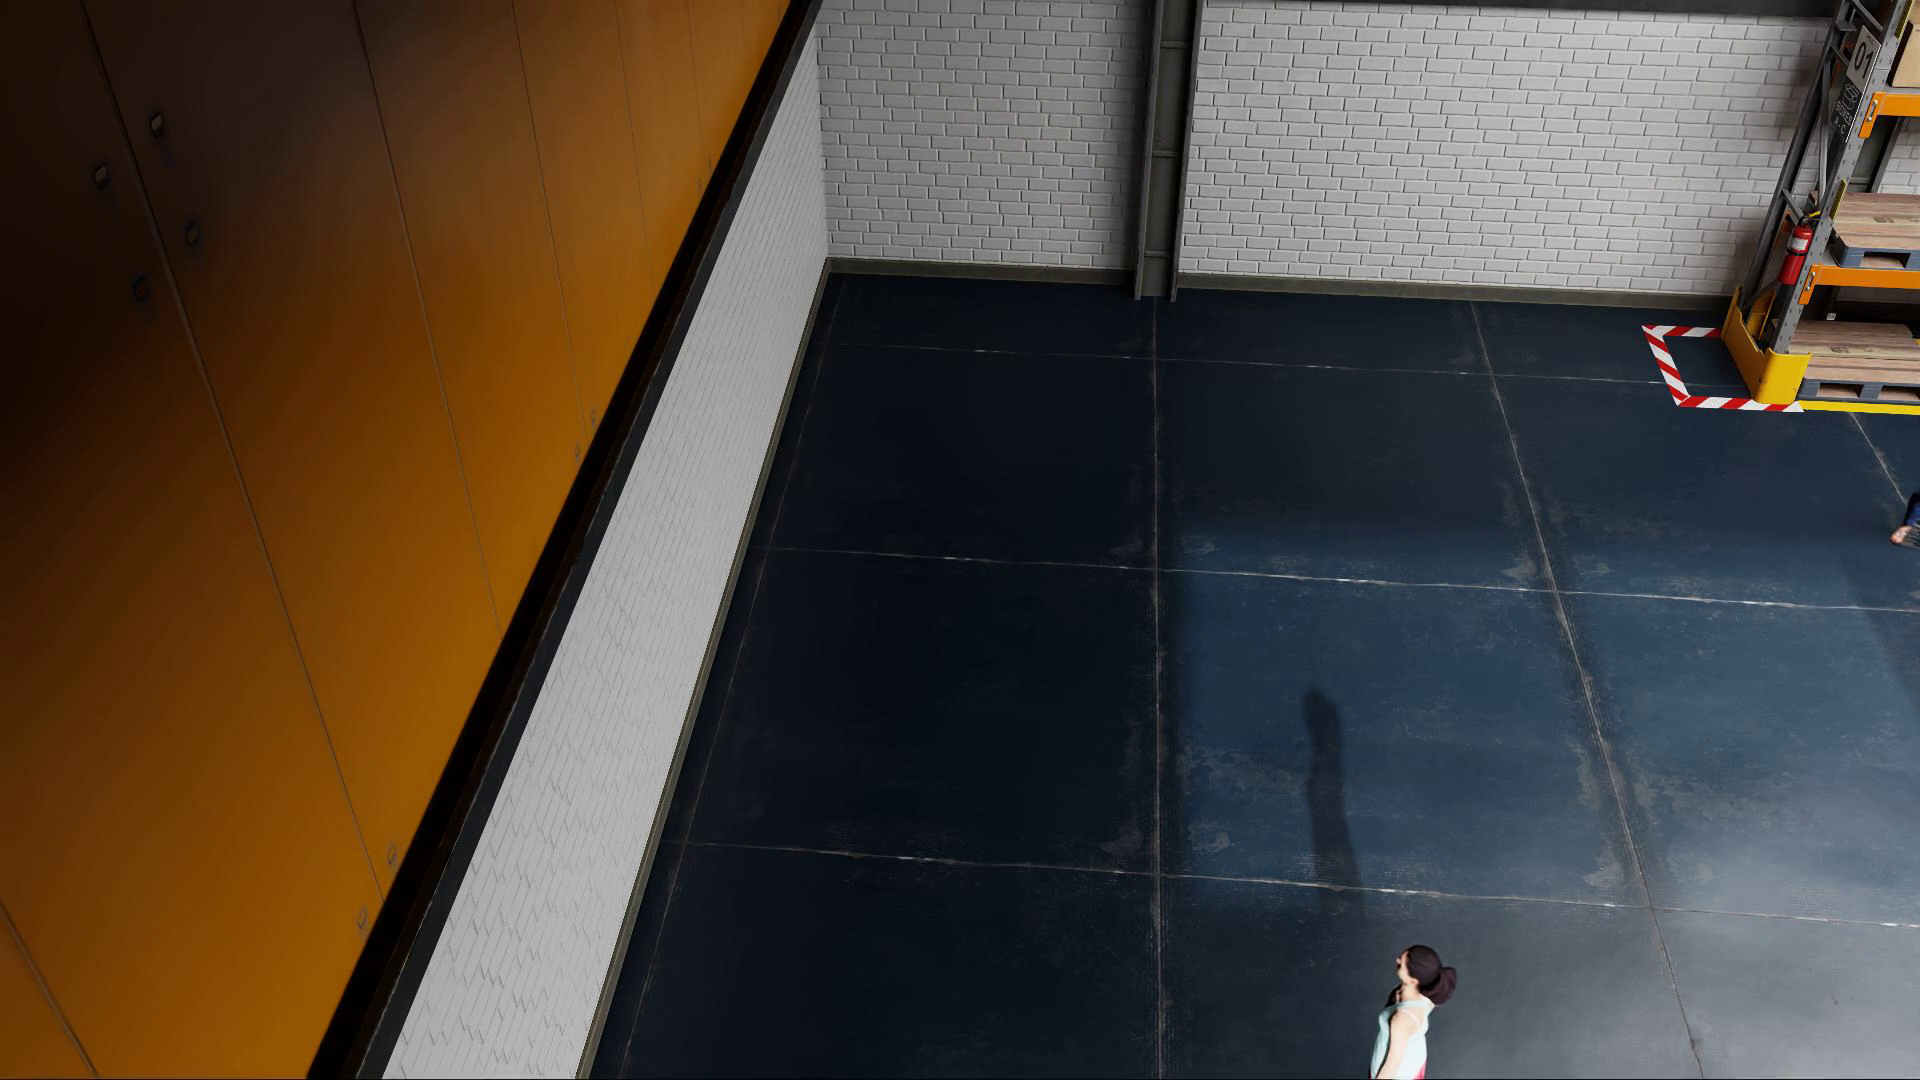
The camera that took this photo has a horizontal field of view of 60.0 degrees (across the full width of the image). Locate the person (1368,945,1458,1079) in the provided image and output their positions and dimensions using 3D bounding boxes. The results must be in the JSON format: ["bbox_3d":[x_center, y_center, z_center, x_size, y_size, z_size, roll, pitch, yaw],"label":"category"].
[{"bbox_3d":[2.166,2.609,8.312,0.701,1.764,0.676,21,43,24],"label":"person"}]
